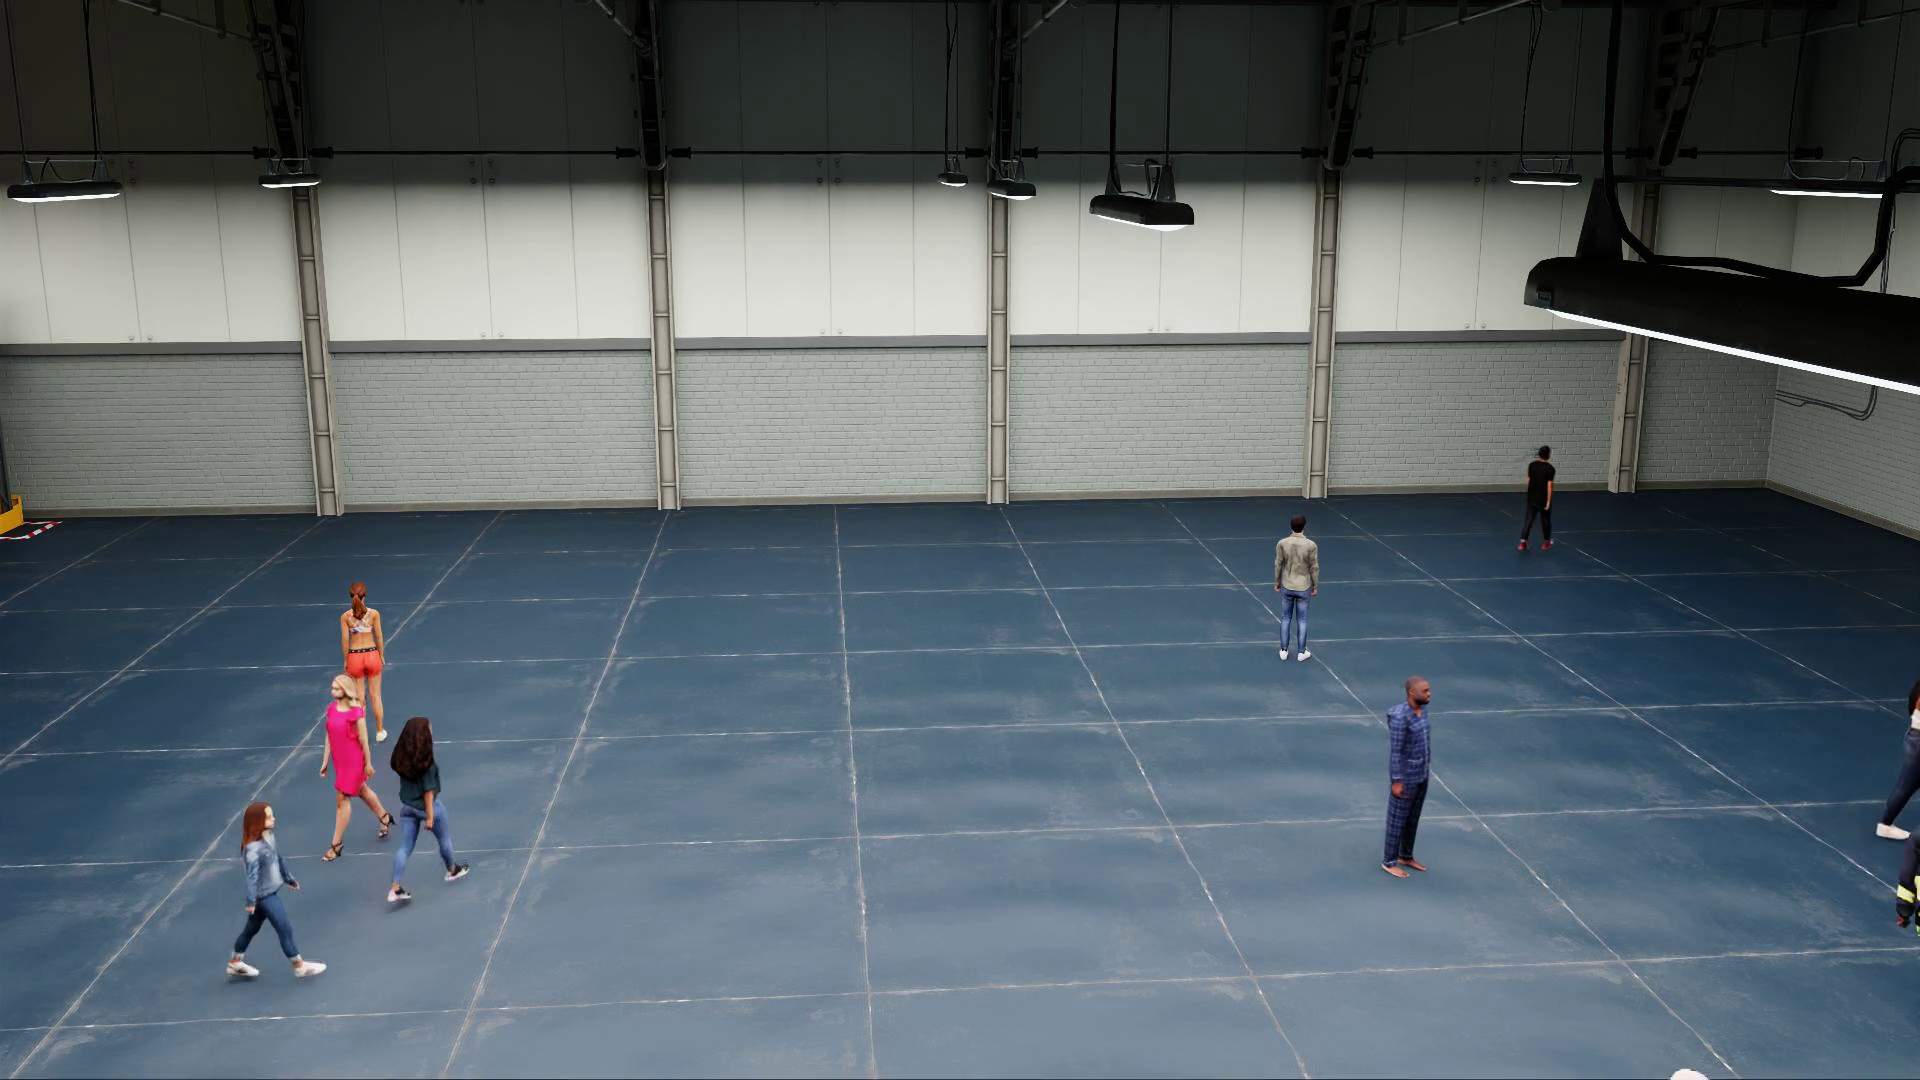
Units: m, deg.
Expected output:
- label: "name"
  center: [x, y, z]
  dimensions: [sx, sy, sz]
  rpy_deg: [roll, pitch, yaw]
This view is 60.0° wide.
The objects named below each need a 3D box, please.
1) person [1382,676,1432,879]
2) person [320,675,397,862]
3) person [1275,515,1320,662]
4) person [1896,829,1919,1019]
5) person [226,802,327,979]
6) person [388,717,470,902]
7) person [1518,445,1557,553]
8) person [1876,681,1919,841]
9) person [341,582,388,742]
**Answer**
- label: "person"
  center: [3.973, 2.072, 14.766]
  dimensions: [0.745, 1.822, 0.832]
  rpy_deg: [-12, 18, -42]
- label: "person"
  center: [-5.517, 2.034, 15.244]
  dimensions: [1.052, 1.680, 1.042]
  rpy_deg: [8, 15, 31]
- label: "person"
  center: [4.239, 0.599, 21.033]
  dimensions: [0.680, 1.864, 0.845]
  rpy_deg: [4, 14, 19]
- label: "person"
  center: [7.266, 2.697, 12.148]
  dimensions: [0.945, 1.785, 0.909]
  rpy_deg: [-12, 18, -43]
- label: "person"
  center: [-5.432, 2.723, 12.794]
  dimensions: [0.996, 1.443, 0.636]
  rpy_deg: [-3, 13, -11]
- label: "person"
  center: [-4.681, 2.326, 14.213]
  dimensions: [1.102, 1.576, 1.024]
  rpy_deg: [7, 15, 27]
- label: "person"
  center: [9.224, -0.630, 26.644]
  dimensions: [1.100, 1.728, 1.201]
  rpy_deg: [13, 18, 43]
- label: "person"
  center: [8.814, 1.942, 15.424]
  dimensions: [1.149, 1.779, 0.983]
  rpy_deg: [6, 14, 24]
- label: "person"
  center: [-6.472, 1.327, 18.055]
  dimensions: [0.591, 1.791, 0.712]
  rpy_deg: [-6, 14, -23]
